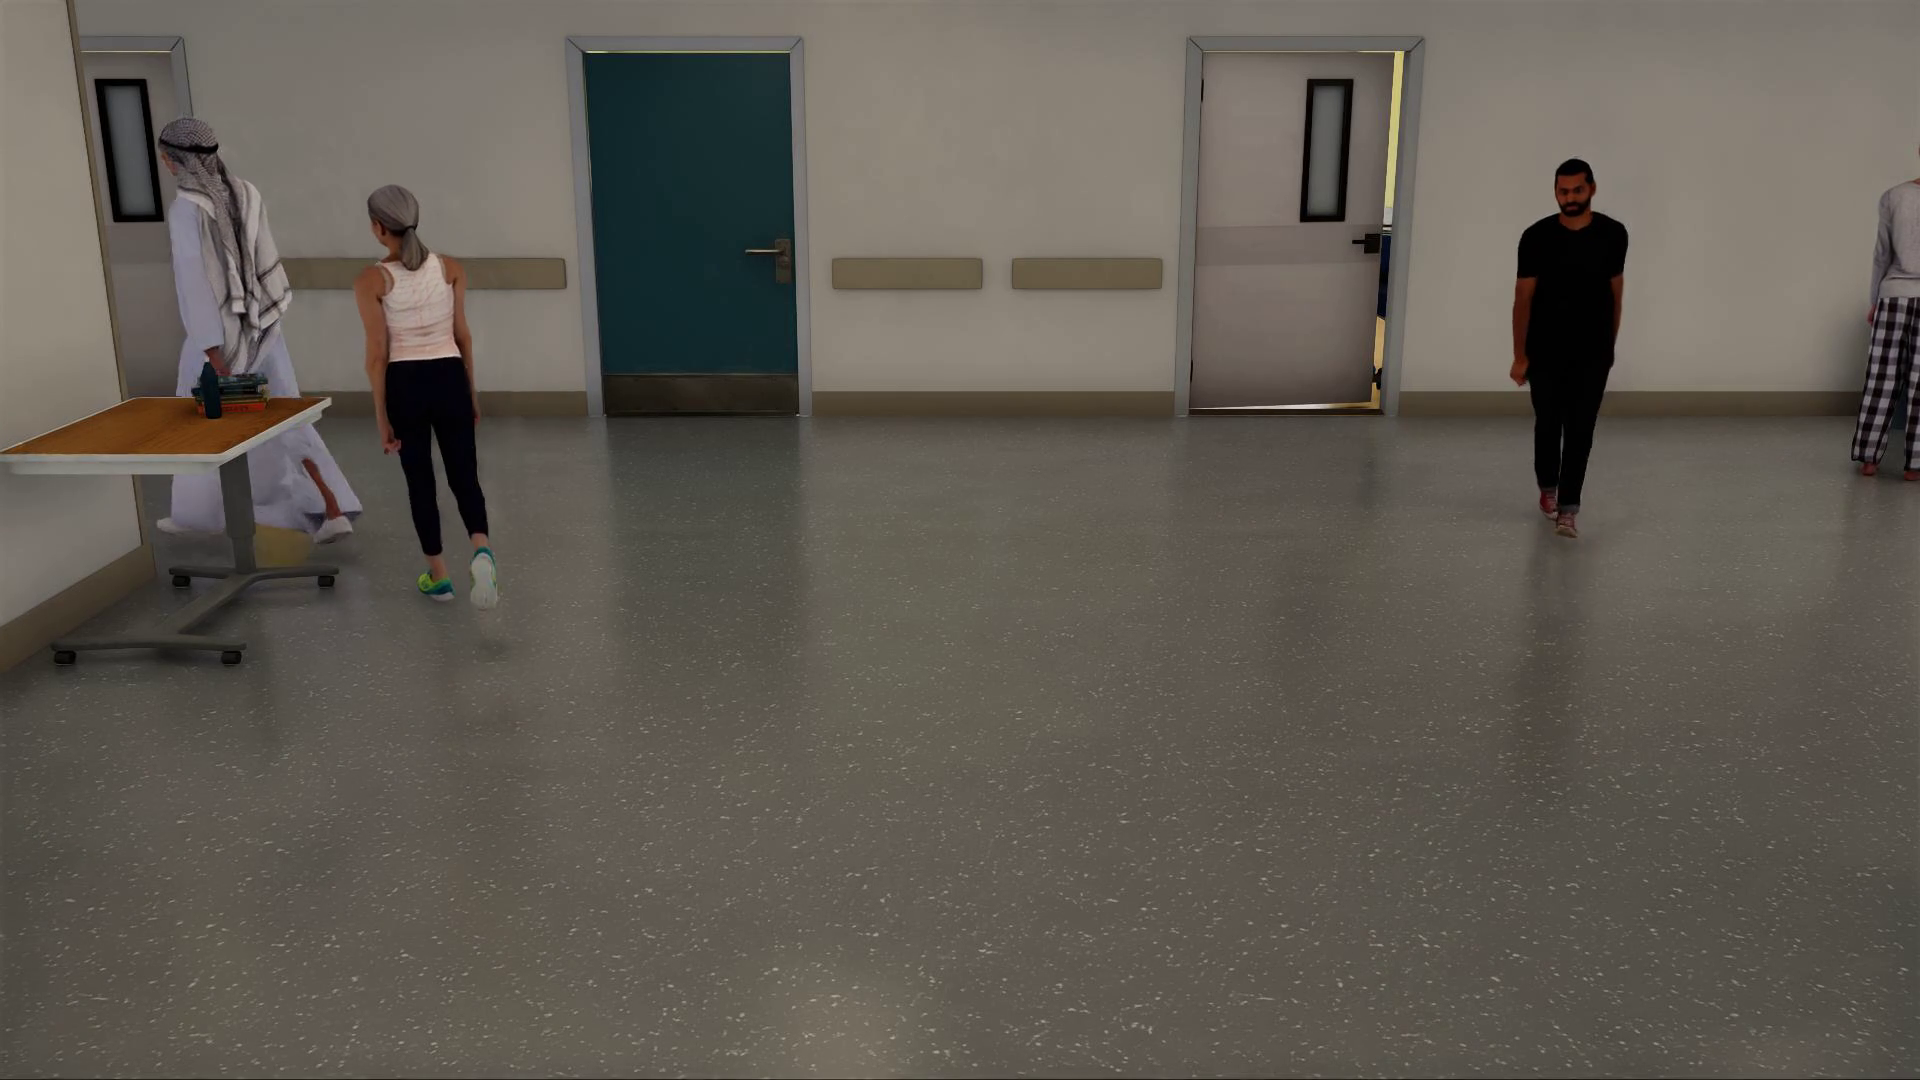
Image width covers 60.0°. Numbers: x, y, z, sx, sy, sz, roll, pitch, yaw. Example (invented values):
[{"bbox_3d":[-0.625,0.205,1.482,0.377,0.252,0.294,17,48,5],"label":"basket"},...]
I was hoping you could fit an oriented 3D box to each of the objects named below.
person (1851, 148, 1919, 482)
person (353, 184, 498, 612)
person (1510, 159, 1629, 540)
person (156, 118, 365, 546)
[{"bbox_3d":[5.027,-1.239,8.739,0.688,1.847,0.756,14,21,41],"label":"person"},{"bbox_3d":[-2.028,-0.500,6.432,1.085,1.677,1.026,-9,18,-30],"label":"person"},{"bbox_3d":[2.829,-0.874,7.718,1.049,1.700,0.880,2,16,7],"label":"person"},{"bbox_3d":[-3.081,-0.835,7.257,1.390,1.874,1.049,7,17,24],"label":"person"}]
